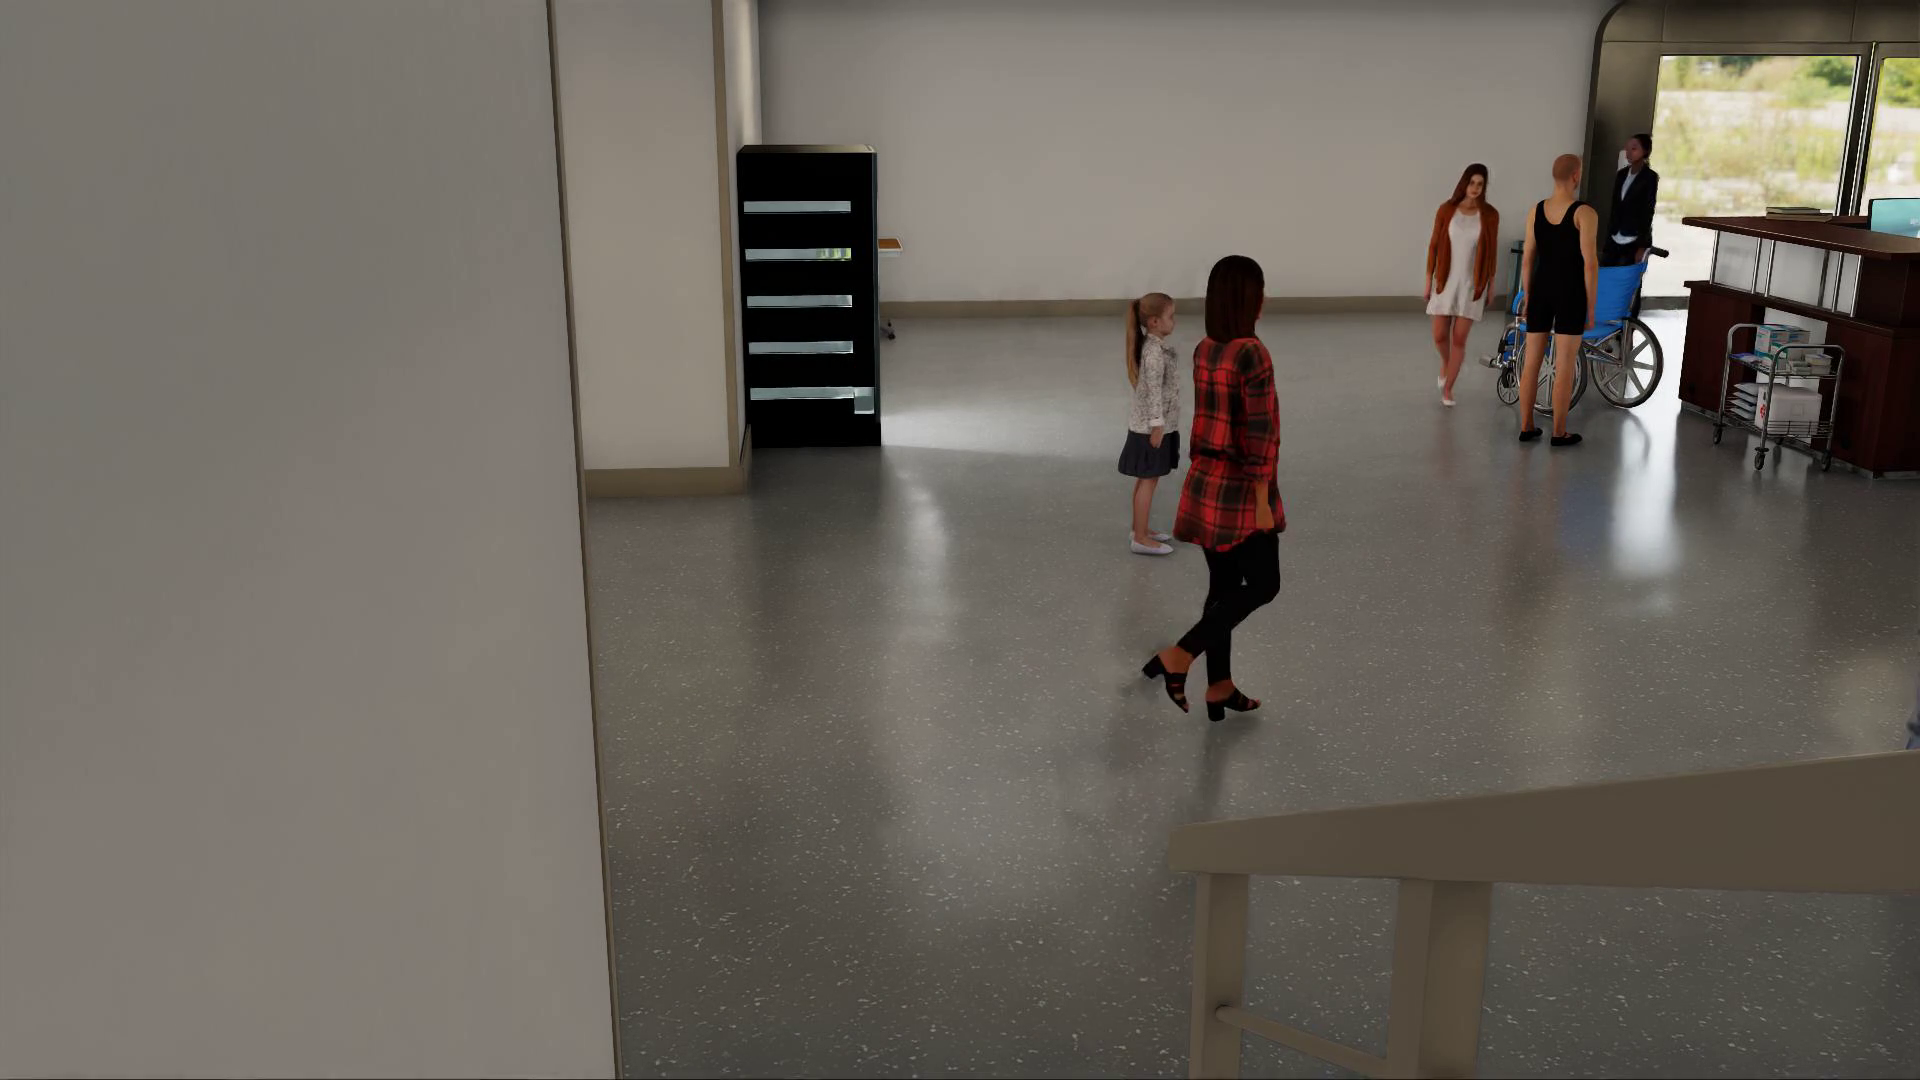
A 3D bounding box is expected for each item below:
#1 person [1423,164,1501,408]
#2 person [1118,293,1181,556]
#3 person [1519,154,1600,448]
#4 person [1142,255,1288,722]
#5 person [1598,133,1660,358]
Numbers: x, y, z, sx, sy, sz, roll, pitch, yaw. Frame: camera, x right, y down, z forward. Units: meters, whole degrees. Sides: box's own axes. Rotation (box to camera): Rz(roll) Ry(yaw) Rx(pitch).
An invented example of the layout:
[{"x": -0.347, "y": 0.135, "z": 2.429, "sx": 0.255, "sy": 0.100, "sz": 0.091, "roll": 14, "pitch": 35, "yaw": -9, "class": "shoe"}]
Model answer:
[{"x": 3.540, "y": -1.805, "z": 11.782, "sx": 0.816, "sy": 1.689, "sz": 0.938, "roll": 5, "pitch": 16, "yaw": 16, "class": "person"}, {"x": 0.946, "y": -0.584, "z": 8.201, "sx": 0.603, "sy": 1.275, "sz": 0.498, "roll": 1, "pitch": 16, "yaw": 5, "class": "person"}, {"x": 3.768, "y": -1.515, "z": 10.521, "sx": 0.772, "sy": 1.815, "sz": 0.668, "roll": -13, "pitch": 21, "yaw": -40, "class": "person"}, {"x": 0.890, "y": -0.137, "z": 5.862, "sx": 0.808, "sy": 1.692, "sz": 0.793, "roll": -6, "pitch": 17, "yaw": -21, "class": "person"}, {"x": 5.466, "y": -2.348, "z": 13.456, "sx": 0.806, "sy": 1.826, "sz": 0.701, "roll": -9, "pitch": 18, "yaw": -28, "class": "person"}]
